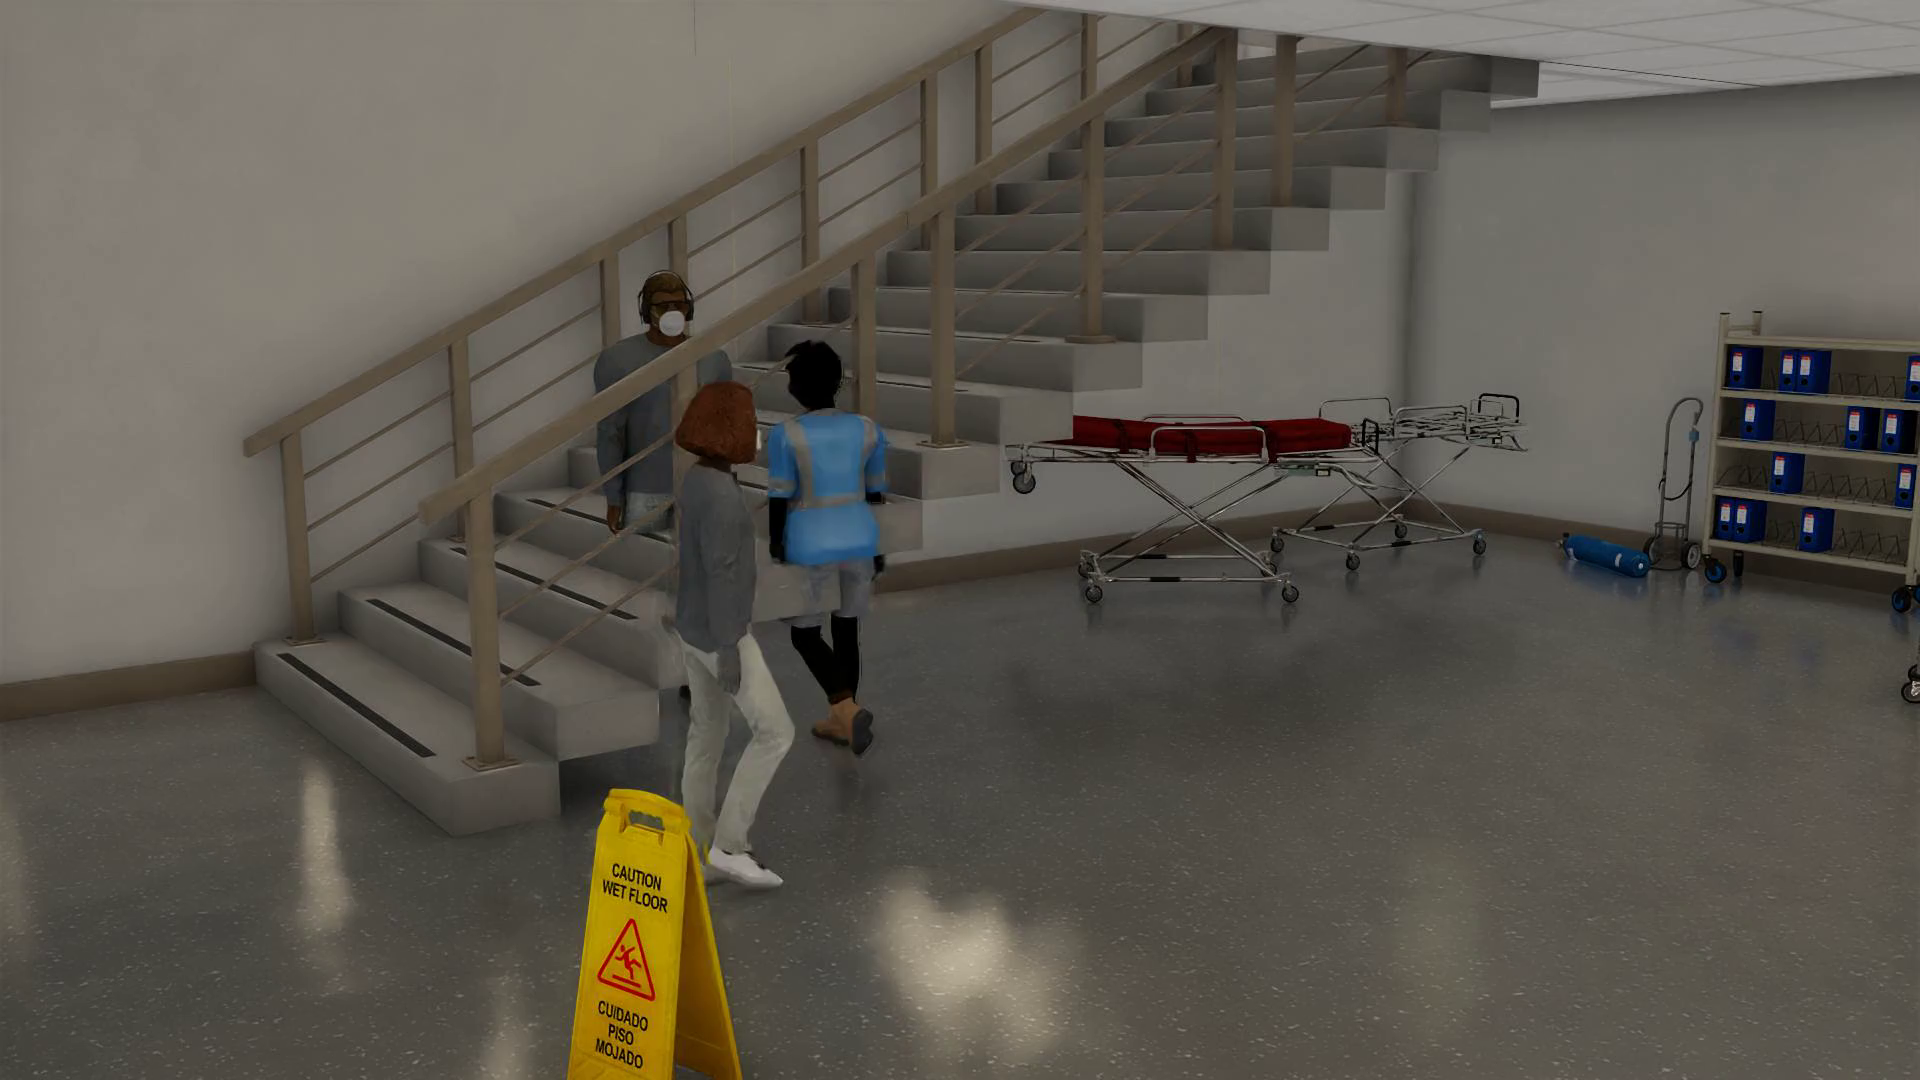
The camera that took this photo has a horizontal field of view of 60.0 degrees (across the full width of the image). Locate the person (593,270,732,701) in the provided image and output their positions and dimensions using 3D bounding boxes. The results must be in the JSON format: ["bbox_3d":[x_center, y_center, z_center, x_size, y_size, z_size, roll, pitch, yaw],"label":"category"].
[{"bbox_3d":[-1.277,-0.202,7.300,0.627,1.940,0.377,-6,11,-29],"label":"person"}]

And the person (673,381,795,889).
[{"bbox_3d":[-0.699,0.310,5.237,0.425,1.618,0.522,-3,10,-19],"label":"person"}]

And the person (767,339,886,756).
[{"bbox_3d":[-0.488,0.052,6.568,0.547,1.680,0.631,-6,12,-32],"label":"person"}]
